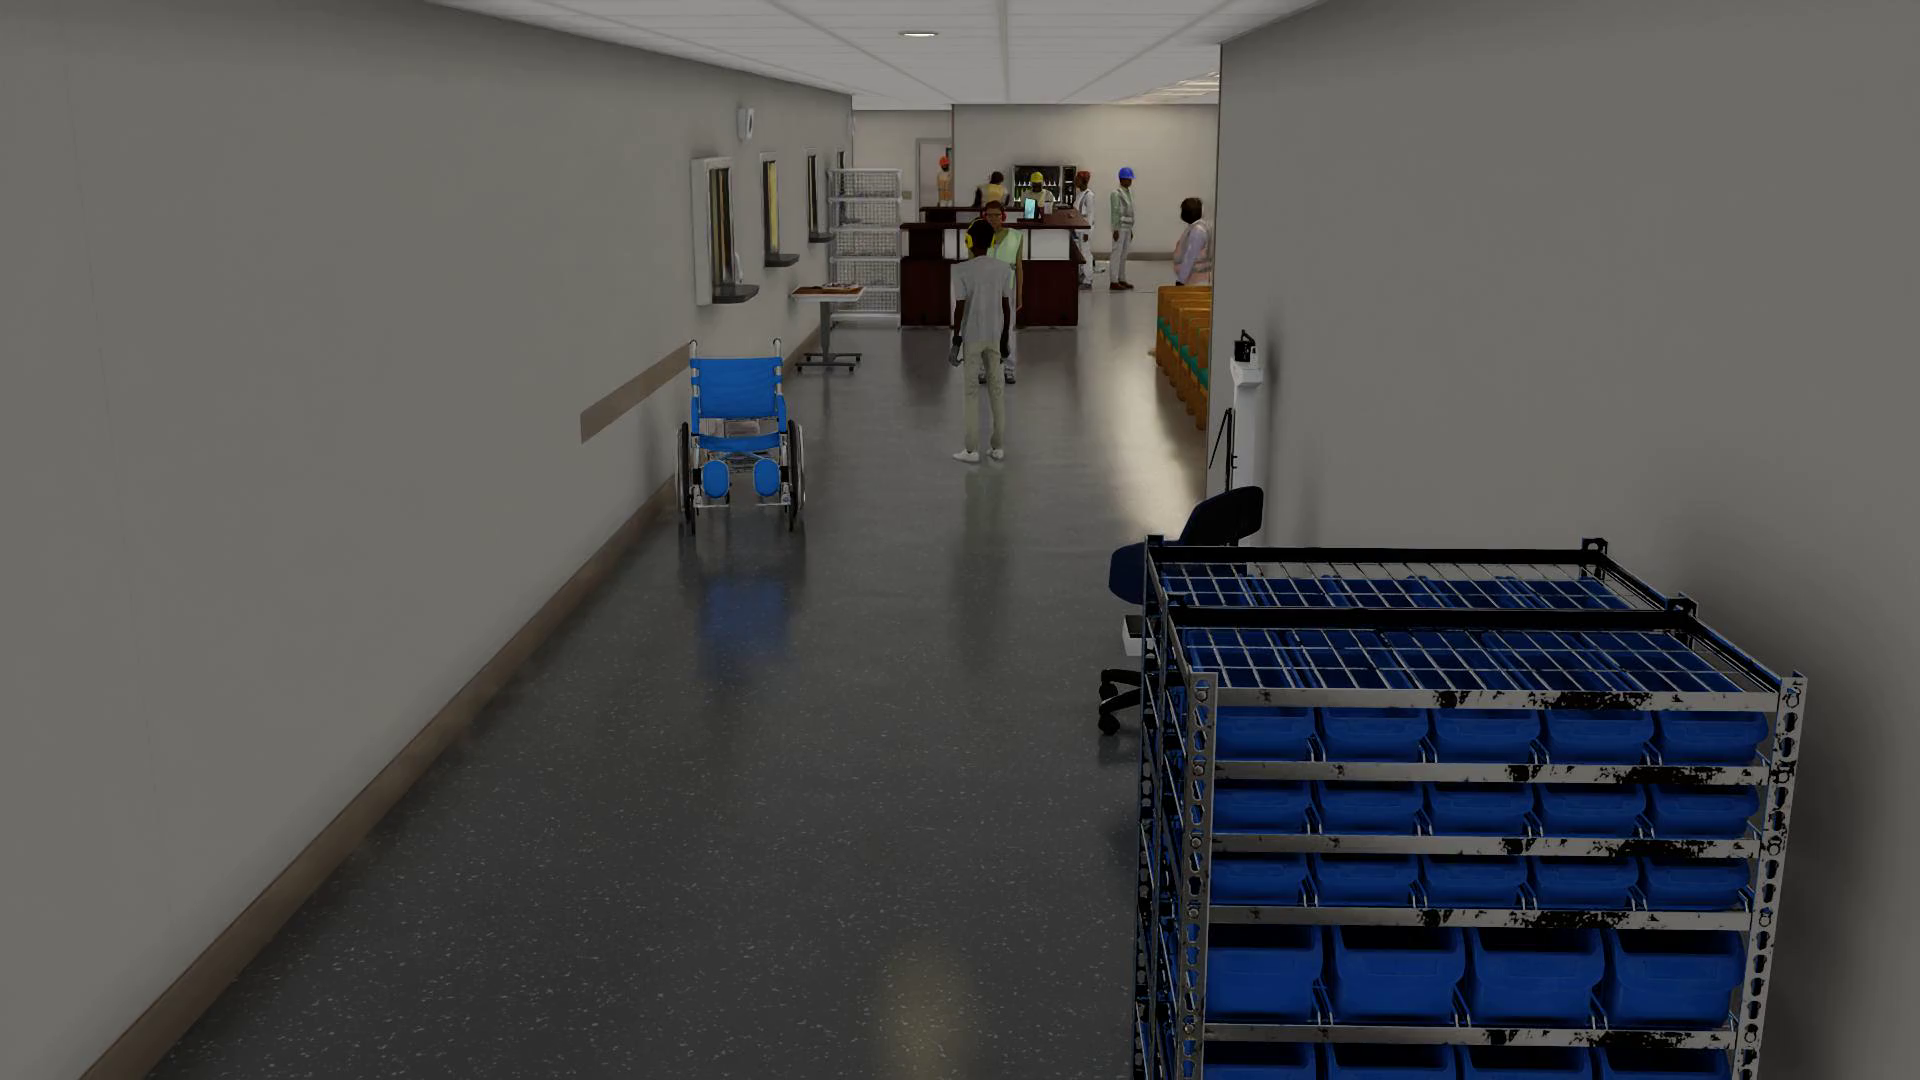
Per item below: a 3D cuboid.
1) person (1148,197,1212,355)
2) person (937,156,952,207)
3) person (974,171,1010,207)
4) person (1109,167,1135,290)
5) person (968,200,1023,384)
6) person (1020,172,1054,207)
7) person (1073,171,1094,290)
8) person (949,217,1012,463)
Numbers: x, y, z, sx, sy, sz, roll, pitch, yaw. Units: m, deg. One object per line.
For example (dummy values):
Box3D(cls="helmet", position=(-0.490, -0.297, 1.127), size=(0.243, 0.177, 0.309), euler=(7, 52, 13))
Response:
Box3D(cls="person", position=(2.647, -2.934, 18.672), size=(0.924, 1.807, 0.614), euler=(0, 14, 1))
Box3D(cls="person", position=(-0.307, -7.987, 38.891), size=(0.543, 1.924, 0.408), euler=(7, 15, 26))
Box3D(cls="person", position=(0.495, -5.694, 29.851), size=(0.774, 1.807, 0.434), euler=(-3, 14, -13))
Box3D(cls="person", position=(2.615, -4.989, 26.667), size=(0.404, 1.945, 0.615), euler=(8, 16, 30))
Box3D(cls="person", position=(0.356, -2.497, 16.786), size=(0.560, 1.839, 0.393), euler=(0, 14, 1))
Box3D(cls="person", position=(1.320, -5.423, 28.692), size=(0.594, 1.824, 0.404), euler=(1, 14, 6))
Box3D(cls="person", position=(1.972, -4.962, 26.688), size=(0.354, 1.883, 0.573), euler=(-3, 14, -12))
Box3D(cls="person", position=(0.154, -1.522, 12.756), size=(0.513, 1.872, 0.328), euler=(-7, 15, -26))
